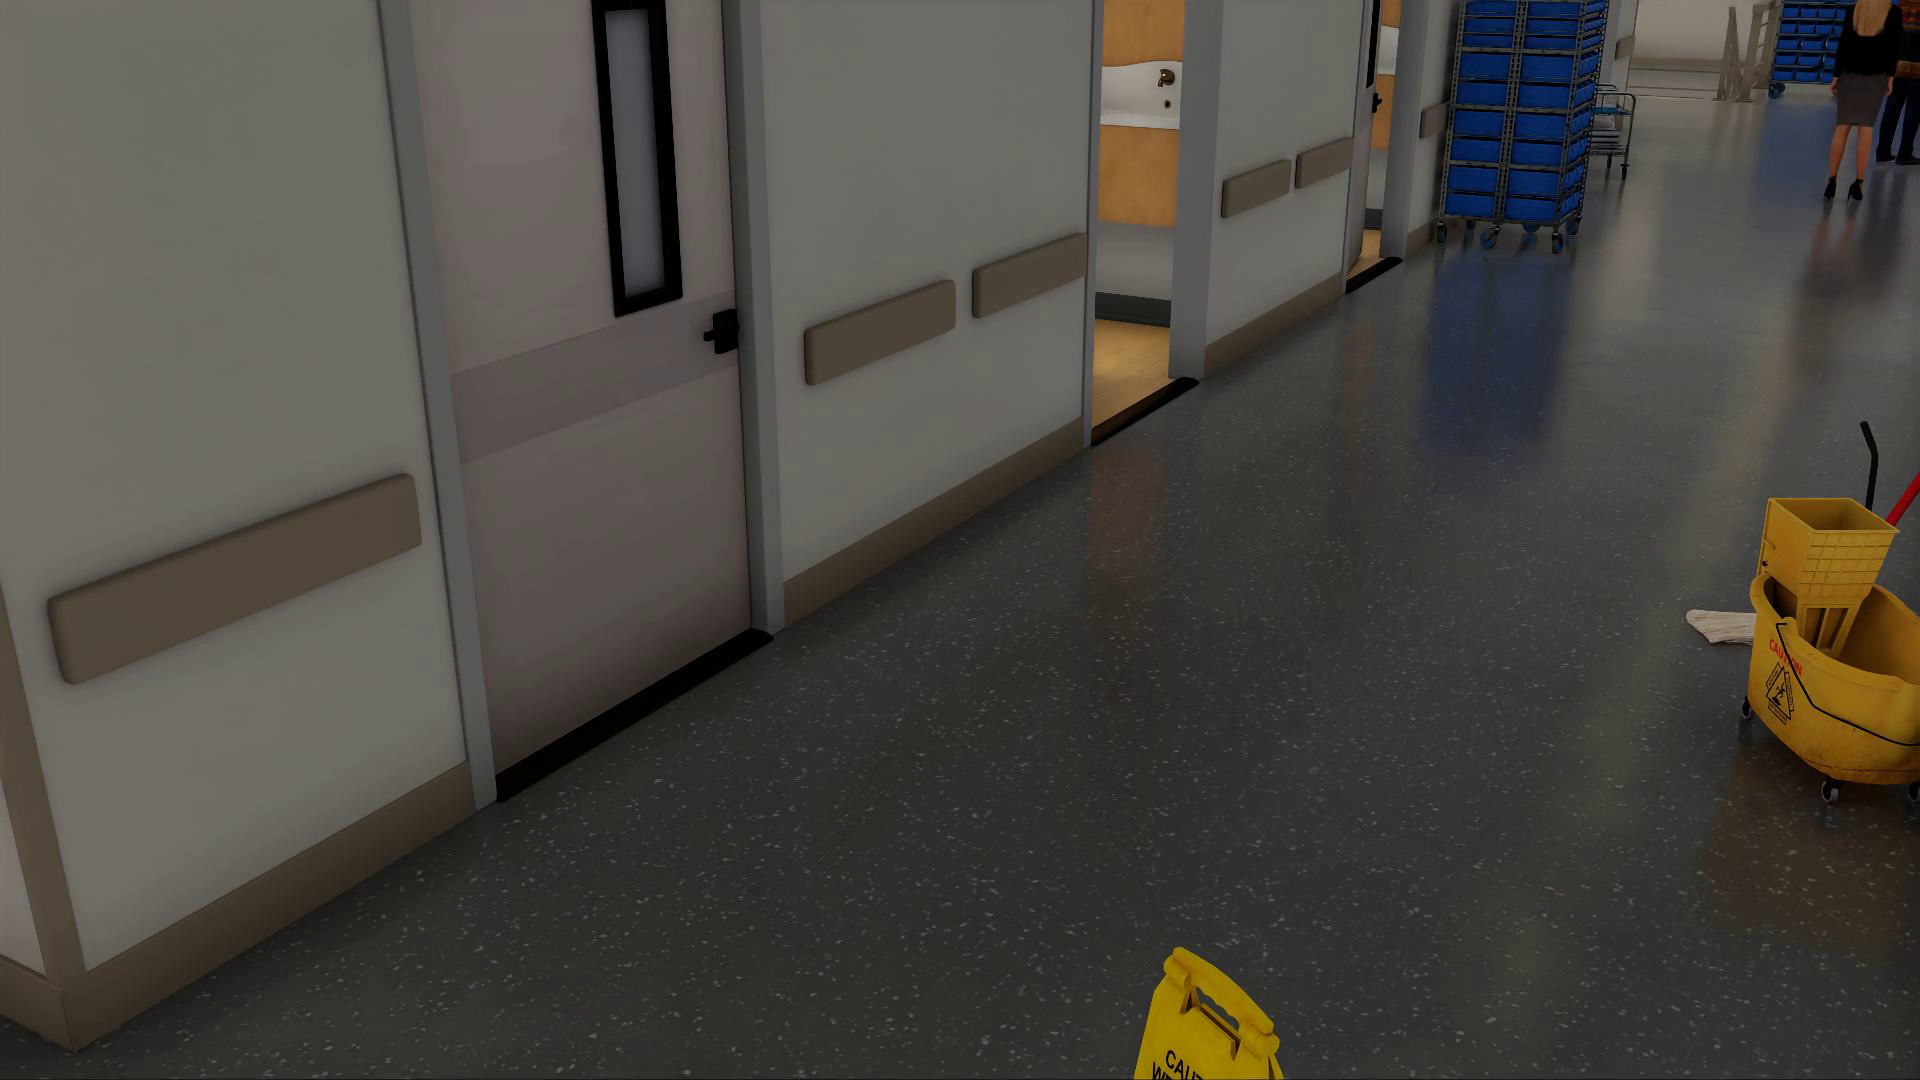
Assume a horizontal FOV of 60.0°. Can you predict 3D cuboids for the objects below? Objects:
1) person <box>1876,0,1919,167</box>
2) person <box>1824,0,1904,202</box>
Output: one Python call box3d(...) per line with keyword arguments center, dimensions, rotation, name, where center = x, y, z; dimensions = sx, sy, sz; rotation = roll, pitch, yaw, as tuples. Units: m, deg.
box3d(center=(8.870, -4.424, 15.479), dimensions=(0.842, 1.807, 0.816), rotation=(-11, 23, -26), name="person")
box3d(center=(7.397, -3.727, 13.648), dimensions=(0.628, 1.841, 0.557), rotation=(14, 25, 32), name="person")
